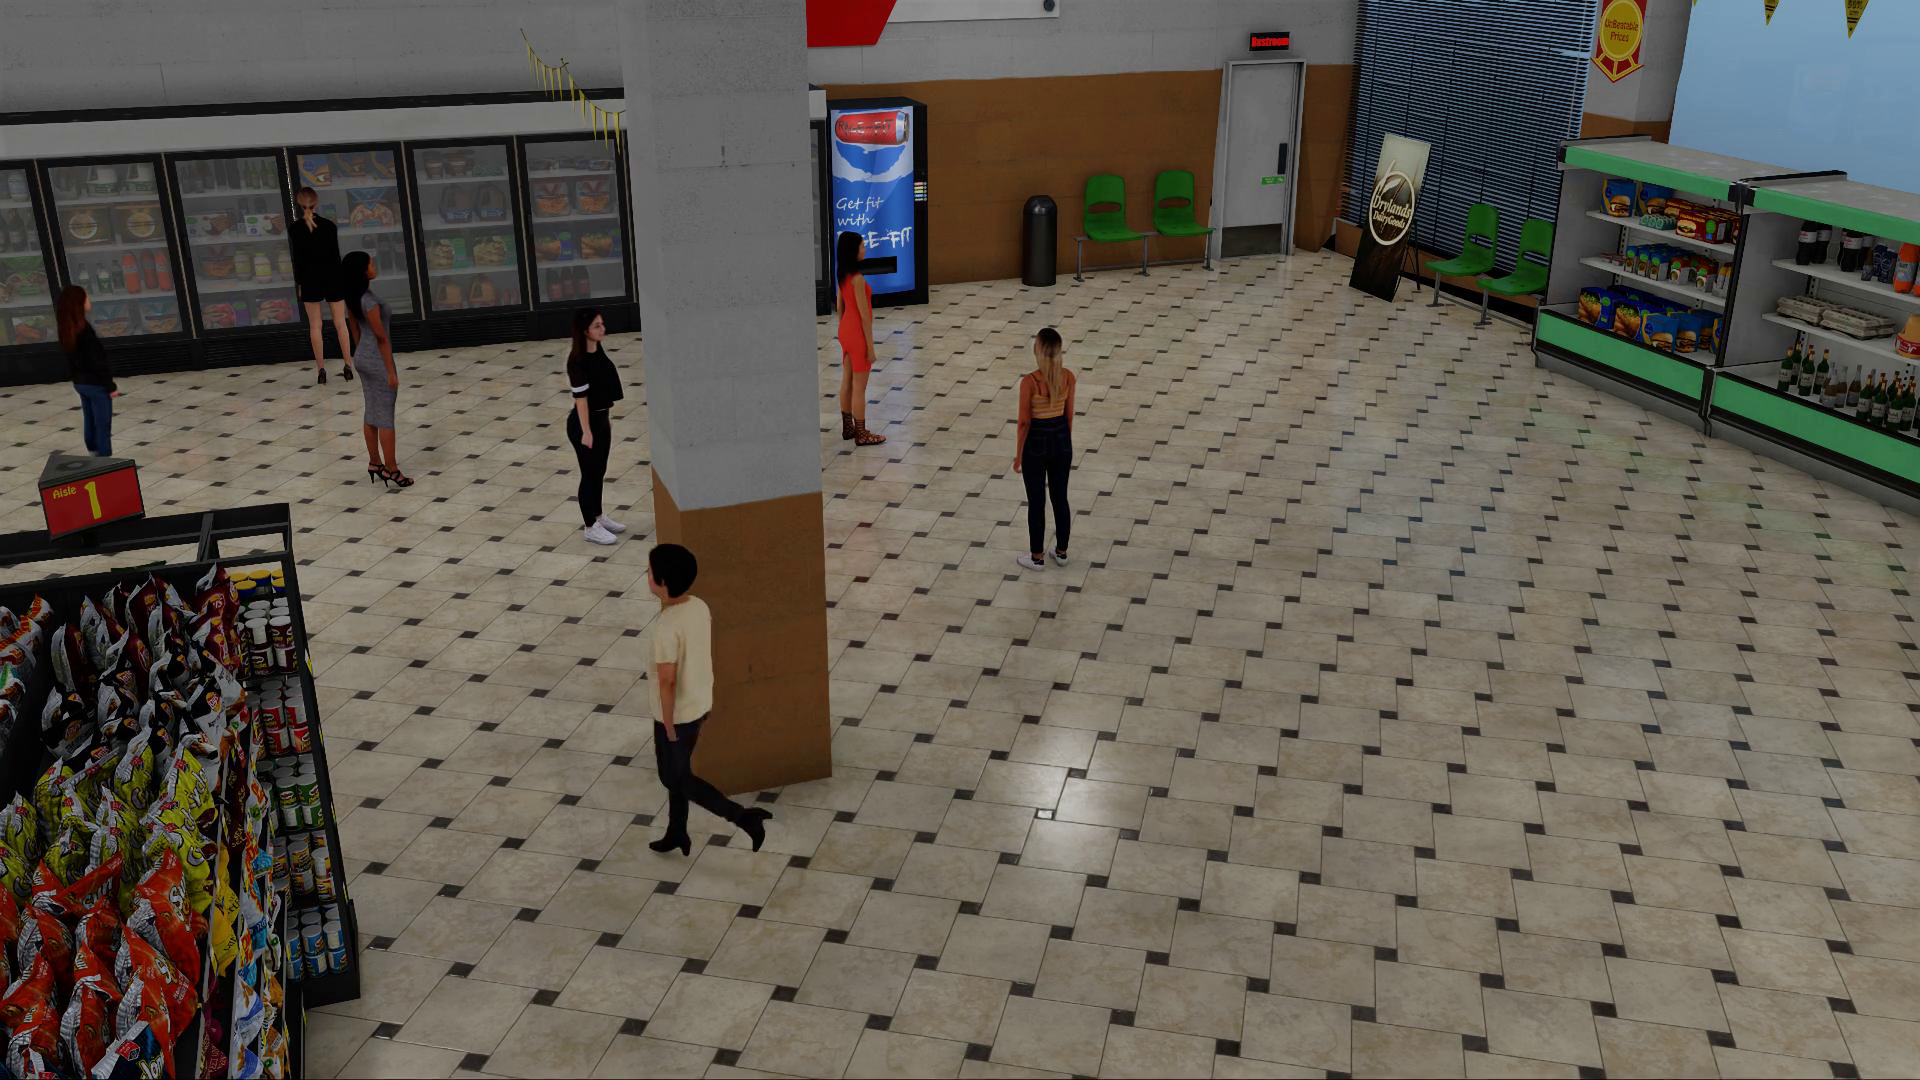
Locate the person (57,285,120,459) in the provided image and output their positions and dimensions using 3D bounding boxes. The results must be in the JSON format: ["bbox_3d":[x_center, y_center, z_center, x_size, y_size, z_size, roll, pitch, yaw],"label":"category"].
[{"bbox_3d":[-6.584,-1.195,12.575,0.621,1.484,0.716,16,27,35],"label":"person"}]

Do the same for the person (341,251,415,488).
[{"bbox_3d":[-4.346,-1.261,12.341,0.596,1.781,0.719,20,29,40],"label":"person"}]

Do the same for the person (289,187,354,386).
[{"bbox_3d":[-5.718,-2.273,14.878,0.591,1.768,0.537,-10,24,-24],"label":"person"}]

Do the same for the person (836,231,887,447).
[{"bbox_3d":[-0.838,-1.611,13.294,0.685,1.719,0.526,-13,25,-29],"label":"person"}]

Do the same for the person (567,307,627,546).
[{"bbox_3d":[-2.510,-0.791,11.362,0.765,1.638,0.671,3,22,8],"label":"person"}]

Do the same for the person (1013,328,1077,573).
[{"bbox_3d":[0.568,-0.590,10.874,0.589,1.629,0.544,-10,24,-24],"label":"person"}]

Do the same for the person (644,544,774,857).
[{"bbox_3d":[-1.192,0.784,7.532,0.938,1.571,0.925,6,23,14],"label":"person"}]
